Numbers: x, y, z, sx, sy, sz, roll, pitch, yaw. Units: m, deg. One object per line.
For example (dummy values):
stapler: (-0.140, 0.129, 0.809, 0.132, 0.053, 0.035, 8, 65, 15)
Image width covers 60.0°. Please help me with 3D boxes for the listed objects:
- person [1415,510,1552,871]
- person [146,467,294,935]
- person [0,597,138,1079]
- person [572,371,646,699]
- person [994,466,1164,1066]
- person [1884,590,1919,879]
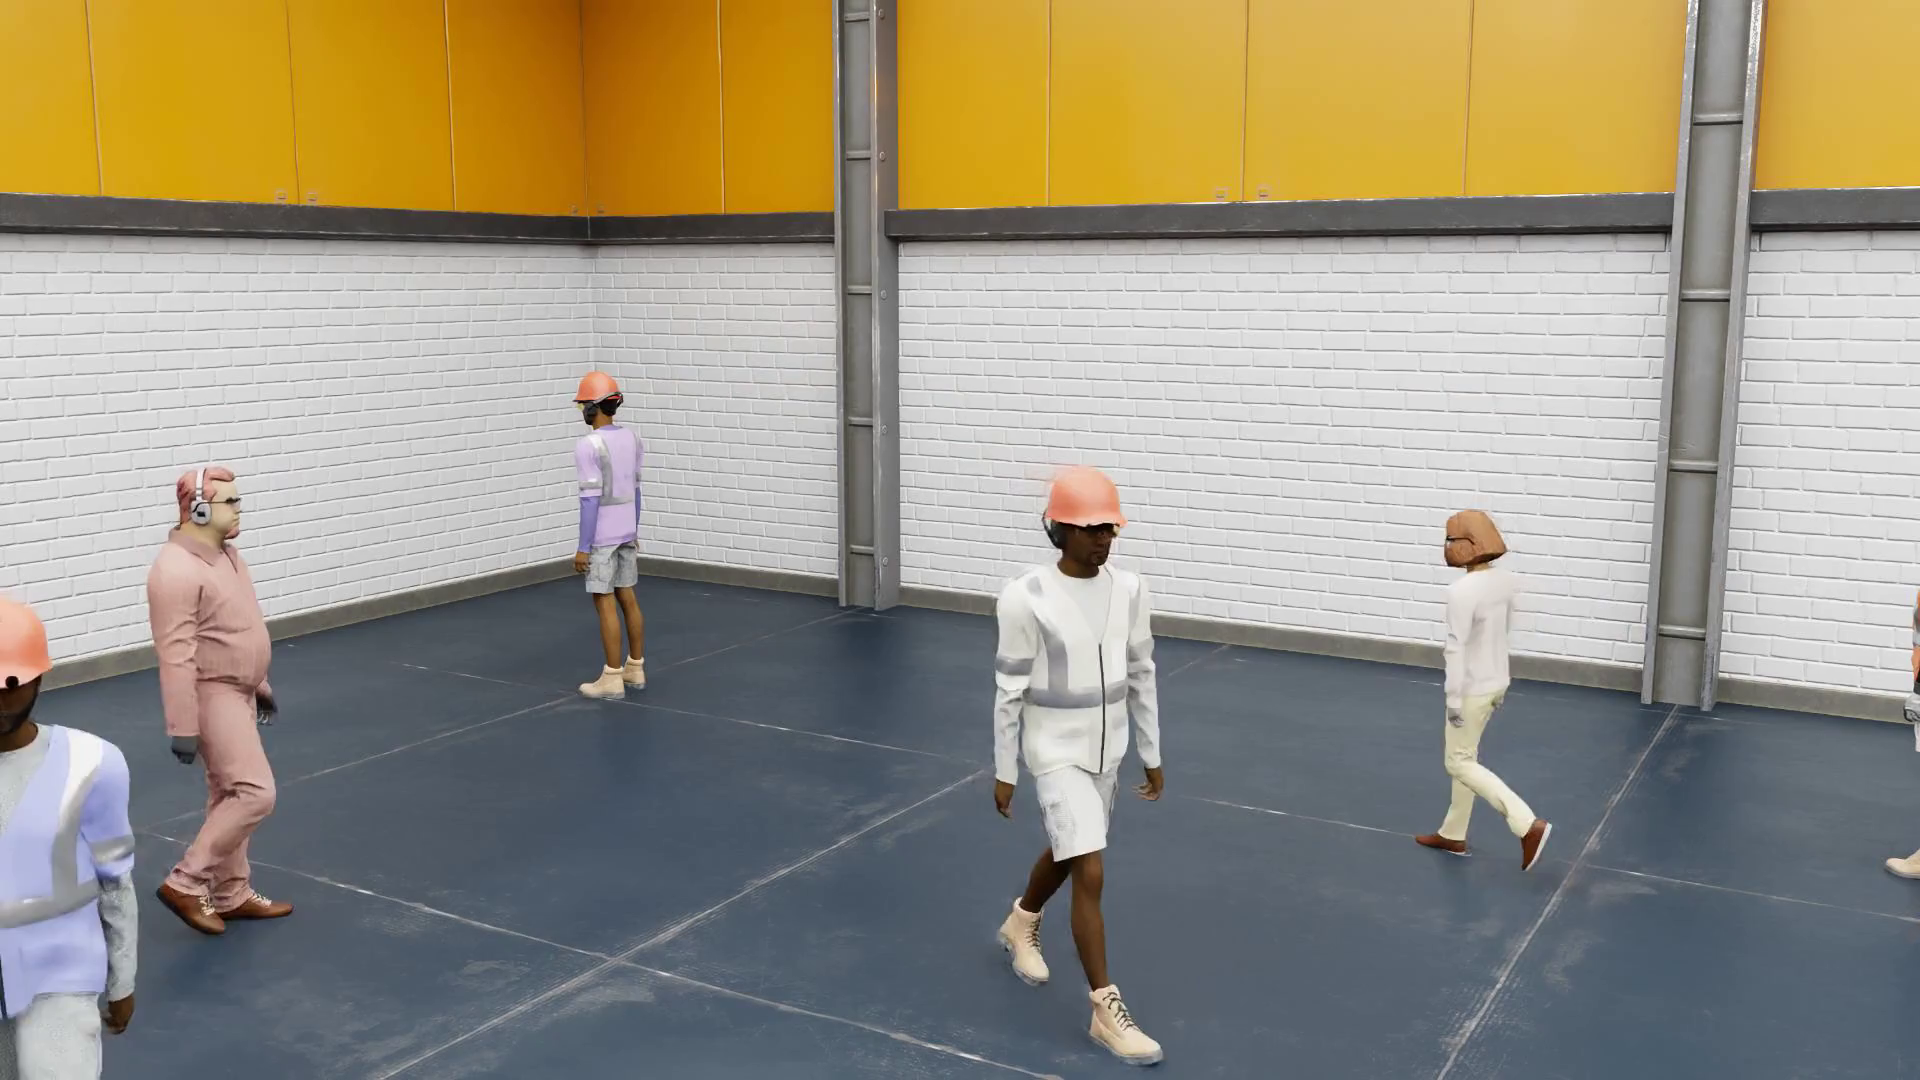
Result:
person: (2.340, 0.673, 7.372, 0.639, 1.609, 0.500, 9, 13, 44)
person: (-2.944, 0.647, 6.663, 0.443, 1.890, 0.646, -2, 9, -12)
person: (-2.318, 1.052, 4.116, 0.544, 1.900, 0.954, -3, 10, -18)
person: (-2.226, -0.031, 10.410, 0.391, 2.040, 0.615, 4, 10, 22)
person: (0.391, 0.718, 5.886, 0.622, 2.003, 1.026, -6, 11, -33)
person: (4.318, 0.649, 7.242, 0.533, 1.697, 0.318, -5, 10, -30)
